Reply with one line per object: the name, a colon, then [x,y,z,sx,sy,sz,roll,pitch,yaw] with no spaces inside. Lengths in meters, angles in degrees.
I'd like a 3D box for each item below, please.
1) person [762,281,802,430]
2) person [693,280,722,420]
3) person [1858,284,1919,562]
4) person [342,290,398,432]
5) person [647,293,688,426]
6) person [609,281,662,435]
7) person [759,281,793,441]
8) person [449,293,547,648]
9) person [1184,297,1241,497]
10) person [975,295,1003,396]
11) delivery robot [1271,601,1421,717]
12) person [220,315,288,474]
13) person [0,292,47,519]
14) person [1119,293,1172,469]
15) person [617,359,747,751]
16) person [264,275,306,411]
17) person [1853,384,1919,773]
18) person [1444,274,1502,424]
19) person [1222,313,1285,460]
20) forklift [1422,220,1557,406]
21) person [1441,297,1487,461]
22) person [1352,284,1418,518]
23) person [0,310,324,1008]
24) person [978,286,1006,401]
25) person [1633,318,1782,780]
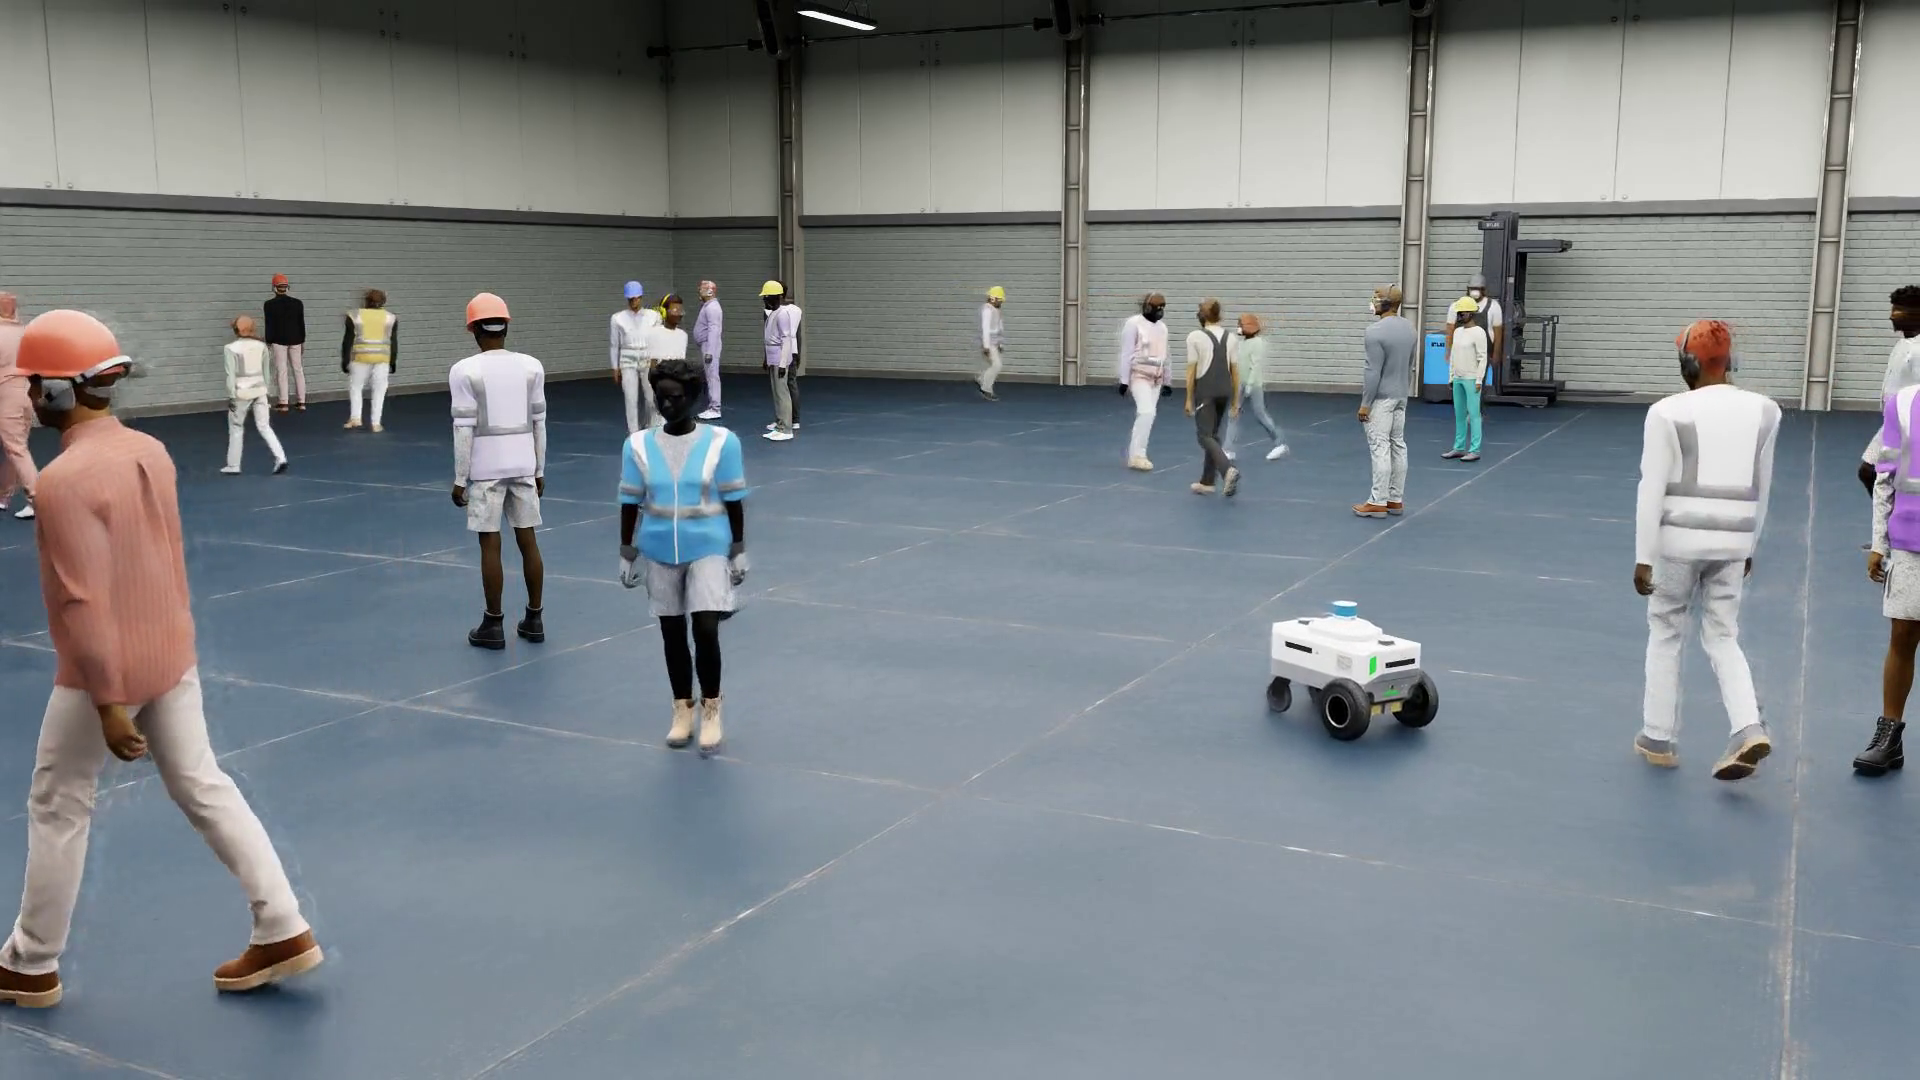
person: [-2.284,-2.385,21.503,0.372,1.916,0.597,9,13,44]
person: [-3.493,-2.638,23.086,0.409,1.913,0.649,-2,9,-9]
person: [6.597,-0.806,11.671,0.475,1.951,0.620,1,9,7]
person: [-7.546,-2.285,21.281,0.733,1.808,0.441,-4,10,-22]
person: [-2.735,-1.346,15.363,0.785,1.840,0.533,7,12,37]
person: [-3.720,-2.015,19.178,0.639,1.930,0.467,-2,9,-12]
person: [-2.226,-2.165,20.117,0.384,1.924,0.593,-3,10,-20]
person: [-2.537,-0.383,9.130,0.543,1.928,0.373,-8,12,-40]
person: [2.330,-1.282,15.032,0.520,1.821,0.796,-5,10,-27]
person: [0.465,-3.128,26.635,0.575,1.733,0.559,7,11,35]
delivery robot: [1.754,0.523,7.604,0.477,0.478,0.707,-5,11,-30]
person: [-7.144,-1.457,16.722,0.747,1.612,0.532,5,11,29]
person: [-7.994,-1.116,13.855,0.947,1.862,0.652,2,10,14]
person: [1.969,-1.627,17.138,0.617,1.814,0.639,9,13,44]
person: [-1.190,0.072,7.082,0.551,1.676,0.500,1,9,7]
person: [-9.940,-2.901,24.484,0.397,1.984,0.608,8,12,42]
person: [3.927,0.013,6.655,0.361,1.938,0.545,-9,13,-44]
person: [6.751,-2.509,22.020,0.695,2.000,1.003,5,11,30]
person: [3.164,-1.670,18.063,0.824,1.599,0.498,-4,10,-23]
forklift: [8.245,-3.527,25.720,1.873,2.768,1.129,5,10,27]
person: [5.472,-1.745,18.025,0.328,1.767,0.532,-3,10,-20]
person: [3.557,-1.167,13.932,0.630,1.940,0.372,-8,12,-42]
person: [-2.311,0.340,4.634,1.010,1.952,0.611,1,9,6]
person: [0.513,-3.072,26.072,0.446,1.802,0.629,2,9,10]
person: [3.032,0.046,6.705,0.584,1.858,0.744,0,9,-1]
